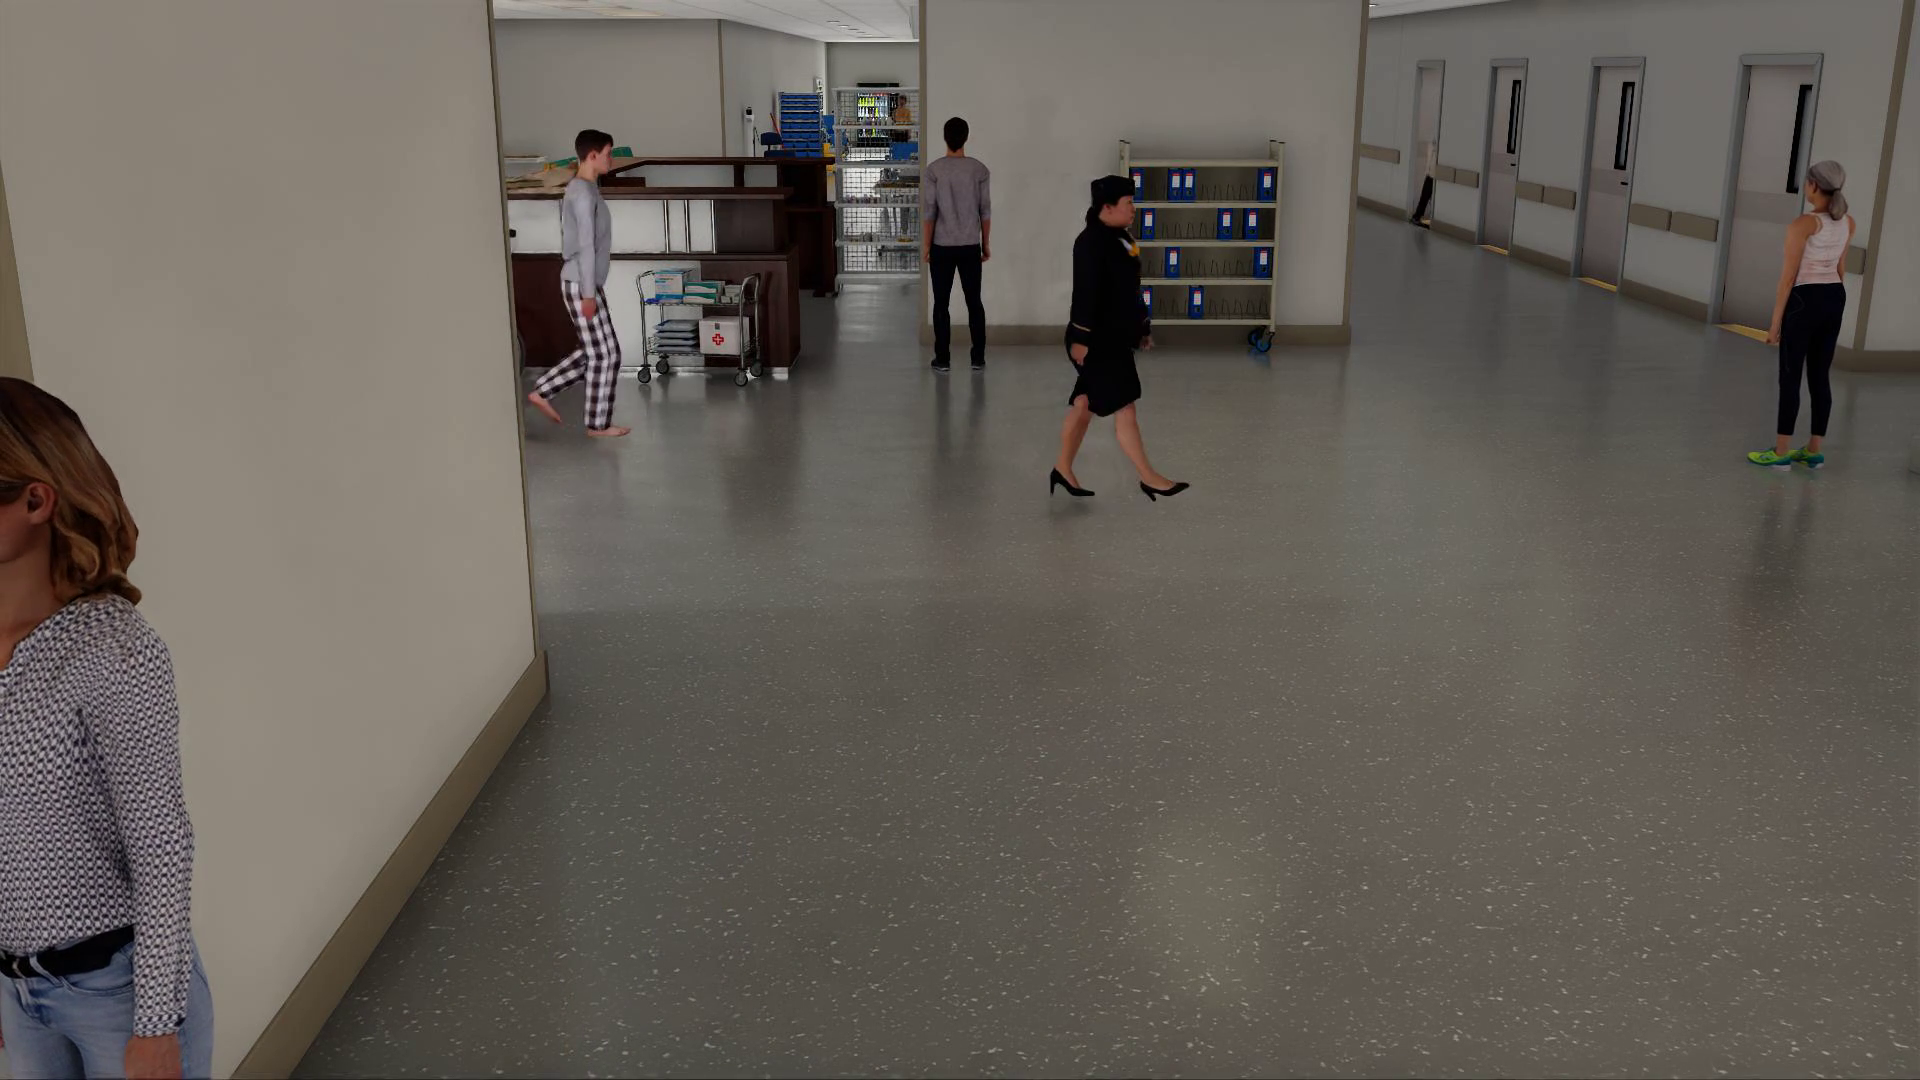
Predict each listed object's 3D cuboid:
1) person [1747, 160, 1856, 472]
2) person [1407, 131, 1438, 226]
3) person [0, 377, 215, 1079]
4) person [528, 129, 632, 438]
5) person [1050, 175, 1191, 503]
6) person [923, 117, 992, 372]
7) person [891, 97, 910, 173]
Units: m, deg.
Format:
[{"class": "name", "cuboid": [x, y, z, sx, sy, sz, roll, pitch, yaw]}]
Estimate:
[{"class": "person", "cuboid": [4.741, -1.243, 9.237, 0.581, 1.703, 0.717, -5, 17, -18]}, {"class": "person", "cuboid": [6.869, -5.194, 23.774, 0.974, 1.419, 0.840, -7, 17, -24]}, {"class": "person", "cuboid": [-1.230, 0.647, 2.364, 0.595, 1.794, 0.722, 8, 17, 25]}, {"class": "person", "cuboid": [-2.323, -1.508, 9.952, 0.908, 1.826, 0.777, -2, 16, -8]}, {"class": "person", "cuboid": [0.645, -0.982, 8.421, 1.138, 1.643, 0.977, 7, 17, 24]}, {"class": "person", "cuboid": [-0.029, -2.193, 12.348, 0.524, 1.842, 0.759, -3, 16, -10]}, {"class": "person", "cuboid": [-1.294, -8.894, 36.507, 0.955, 1.631, 0.744, 2, 16, 7]}]
